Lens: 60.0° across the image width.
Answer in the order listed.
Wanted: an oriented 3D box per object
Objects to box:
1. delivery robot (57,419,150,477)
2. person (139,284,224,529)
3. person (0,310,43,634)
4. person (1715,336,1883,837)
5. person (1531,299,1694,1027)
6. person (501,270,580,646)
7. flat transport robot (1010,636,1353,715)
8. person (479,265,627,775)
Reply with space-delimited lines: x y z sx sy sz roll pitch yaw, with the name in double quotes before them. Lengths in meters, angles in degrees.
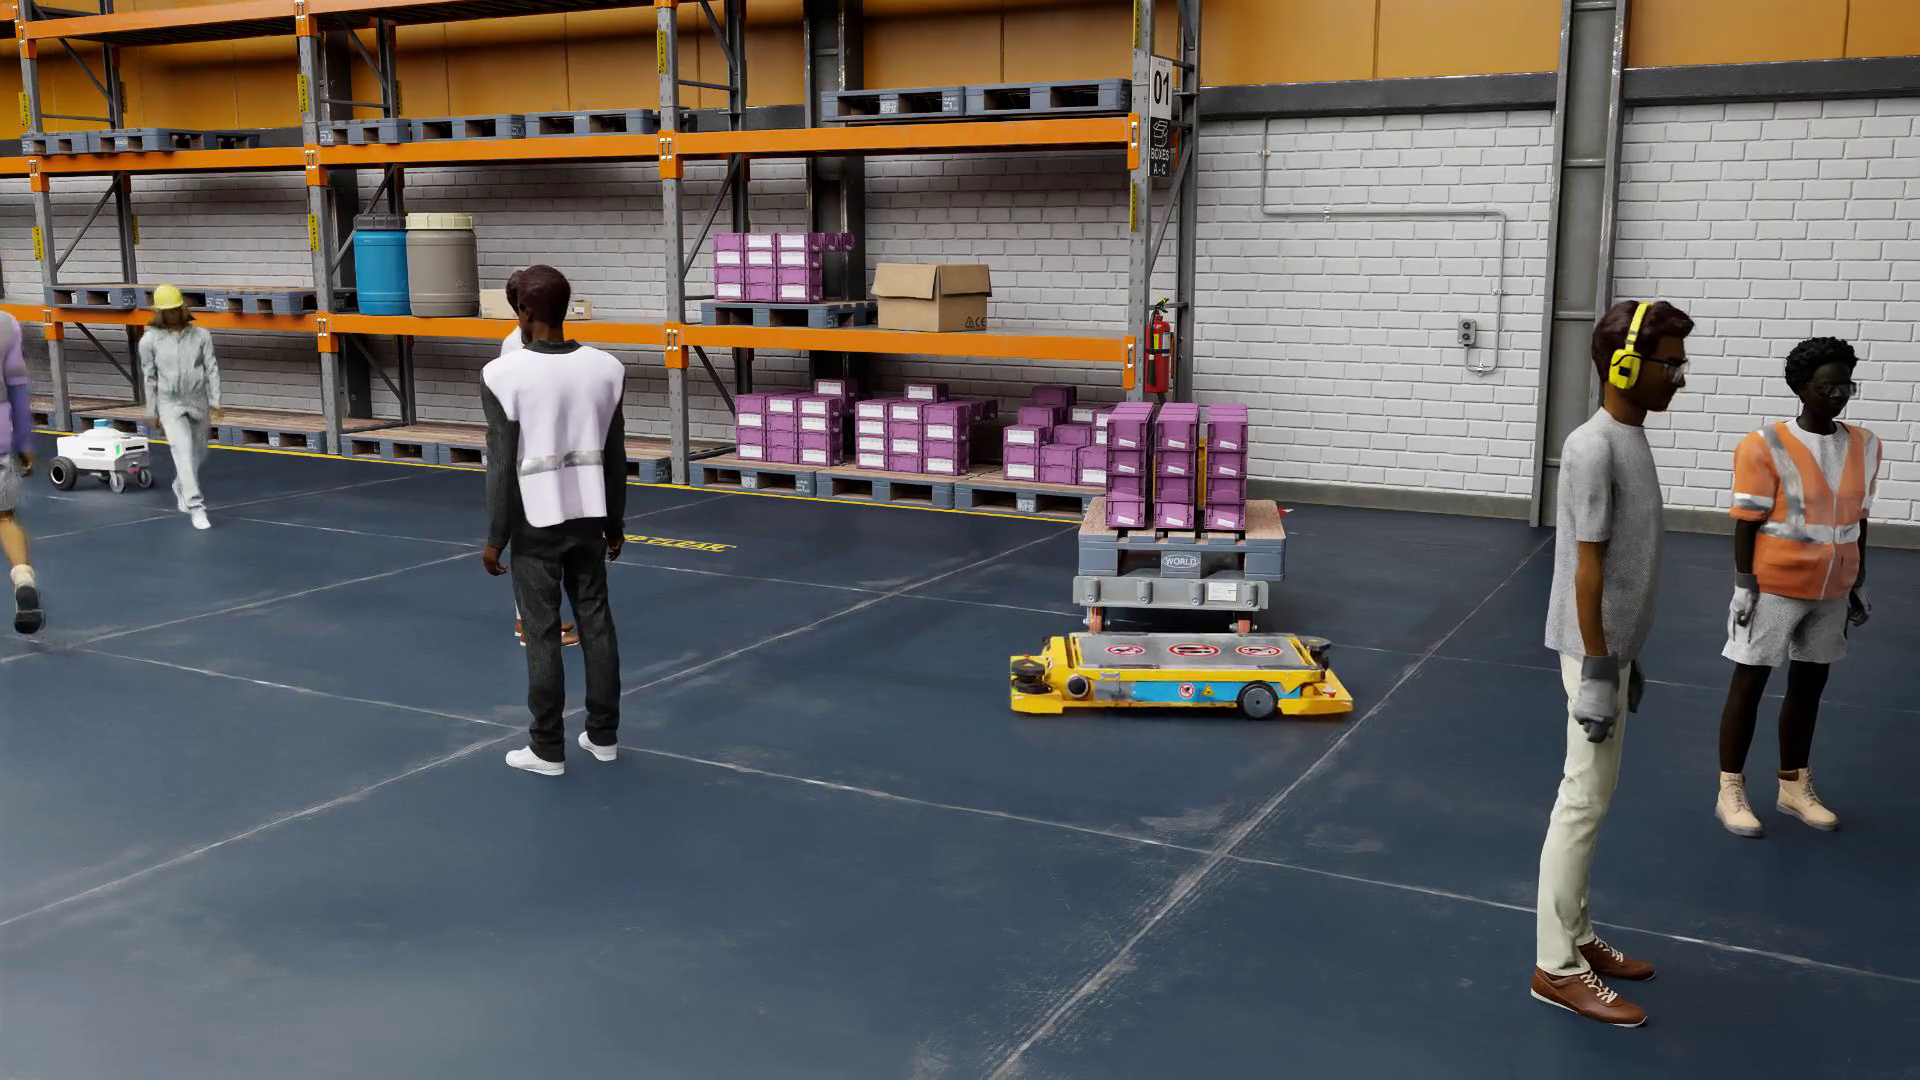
"delivery robot" -6.873 -0.724 13.344 0.707 0.478 0.477 4 11 22
"person" -5.512 -0.958 11.736 0.492 1.705 0.797 -10 14 -43
"person" -4.896 -0.479 8.225 0.731 2.026 0.629 9 14 40
"person" 2.844 0.159 5.642 0.536 1.696 0.322 -2 11 -10
"person" 1.708 0.312 4.352 0.329 1.864 0.508 5 12 27
"person" -2.102 -0.407 8.274 0.328 1.872 0.514 -3 11 -18
"flat transport robot" 0.938 0.575 7.275 1.431 0.197 0.652 0 10 1
"person" -1.516 -0.068 6.285 0.596 1.916 0.380 -10 14 -44
